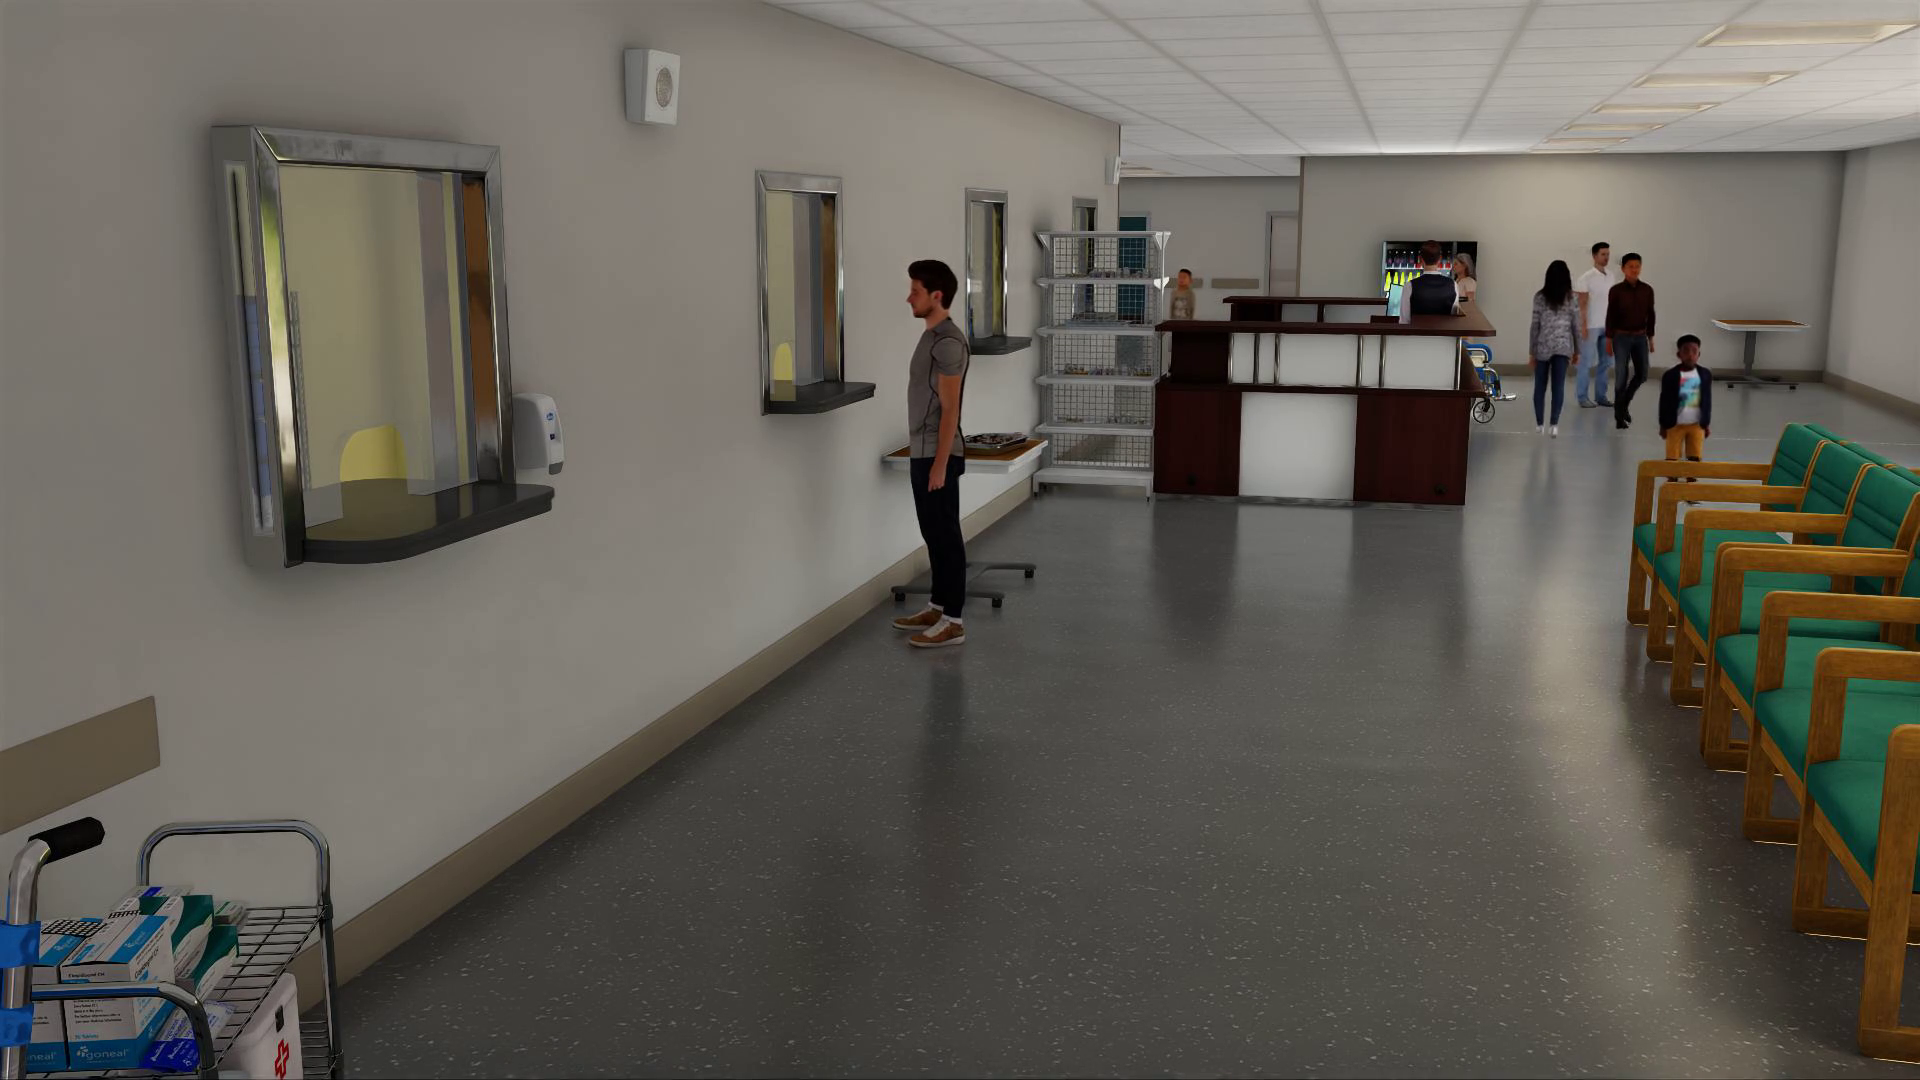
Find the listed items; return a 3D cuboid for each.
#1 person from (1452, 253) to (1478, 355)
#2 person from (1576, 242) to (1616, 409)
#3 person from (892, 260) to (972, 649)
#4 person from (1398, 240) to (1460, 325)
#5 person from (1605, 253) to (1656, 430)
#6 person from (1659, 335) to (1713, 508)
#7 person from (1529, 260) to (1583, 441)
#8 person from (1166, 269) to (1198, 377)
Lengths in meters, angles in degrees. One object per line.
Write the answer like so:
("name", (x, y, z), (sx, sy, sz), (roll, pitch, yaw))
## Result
("person", (5.653, -2.364, 18.811), (0.679, 1.736, 0.678), (-2, 11, -10))
("person", (7.175, -2.423, 18.809), (0.736, 1.854, 0.829), (-5, 12, -24))
("person", (-0.113, -0.430, 8.213), (0.728, 1.889, 0.727), (-3, 11, -13))
("person", (3.923, -1.543, 13.950), (0.552, 1.935, 0.742), (1, 11, 6))
("person", (6.753, -2.011, 16.865), (0.696, 1.768, 0.802), (0, 11, 1))
("person", (5.350, -0.888, 12.311), (0.551, 1.259, 0.609), (2, 11, 11))
("person", (5.627, -1.761, 15.784), (1.139, 1.681, 0.757), (4, 11, 21))
("person", (3.058, -2.942, 22.613), (0.716, 1.454, 0.703), (5, 12, 25))
